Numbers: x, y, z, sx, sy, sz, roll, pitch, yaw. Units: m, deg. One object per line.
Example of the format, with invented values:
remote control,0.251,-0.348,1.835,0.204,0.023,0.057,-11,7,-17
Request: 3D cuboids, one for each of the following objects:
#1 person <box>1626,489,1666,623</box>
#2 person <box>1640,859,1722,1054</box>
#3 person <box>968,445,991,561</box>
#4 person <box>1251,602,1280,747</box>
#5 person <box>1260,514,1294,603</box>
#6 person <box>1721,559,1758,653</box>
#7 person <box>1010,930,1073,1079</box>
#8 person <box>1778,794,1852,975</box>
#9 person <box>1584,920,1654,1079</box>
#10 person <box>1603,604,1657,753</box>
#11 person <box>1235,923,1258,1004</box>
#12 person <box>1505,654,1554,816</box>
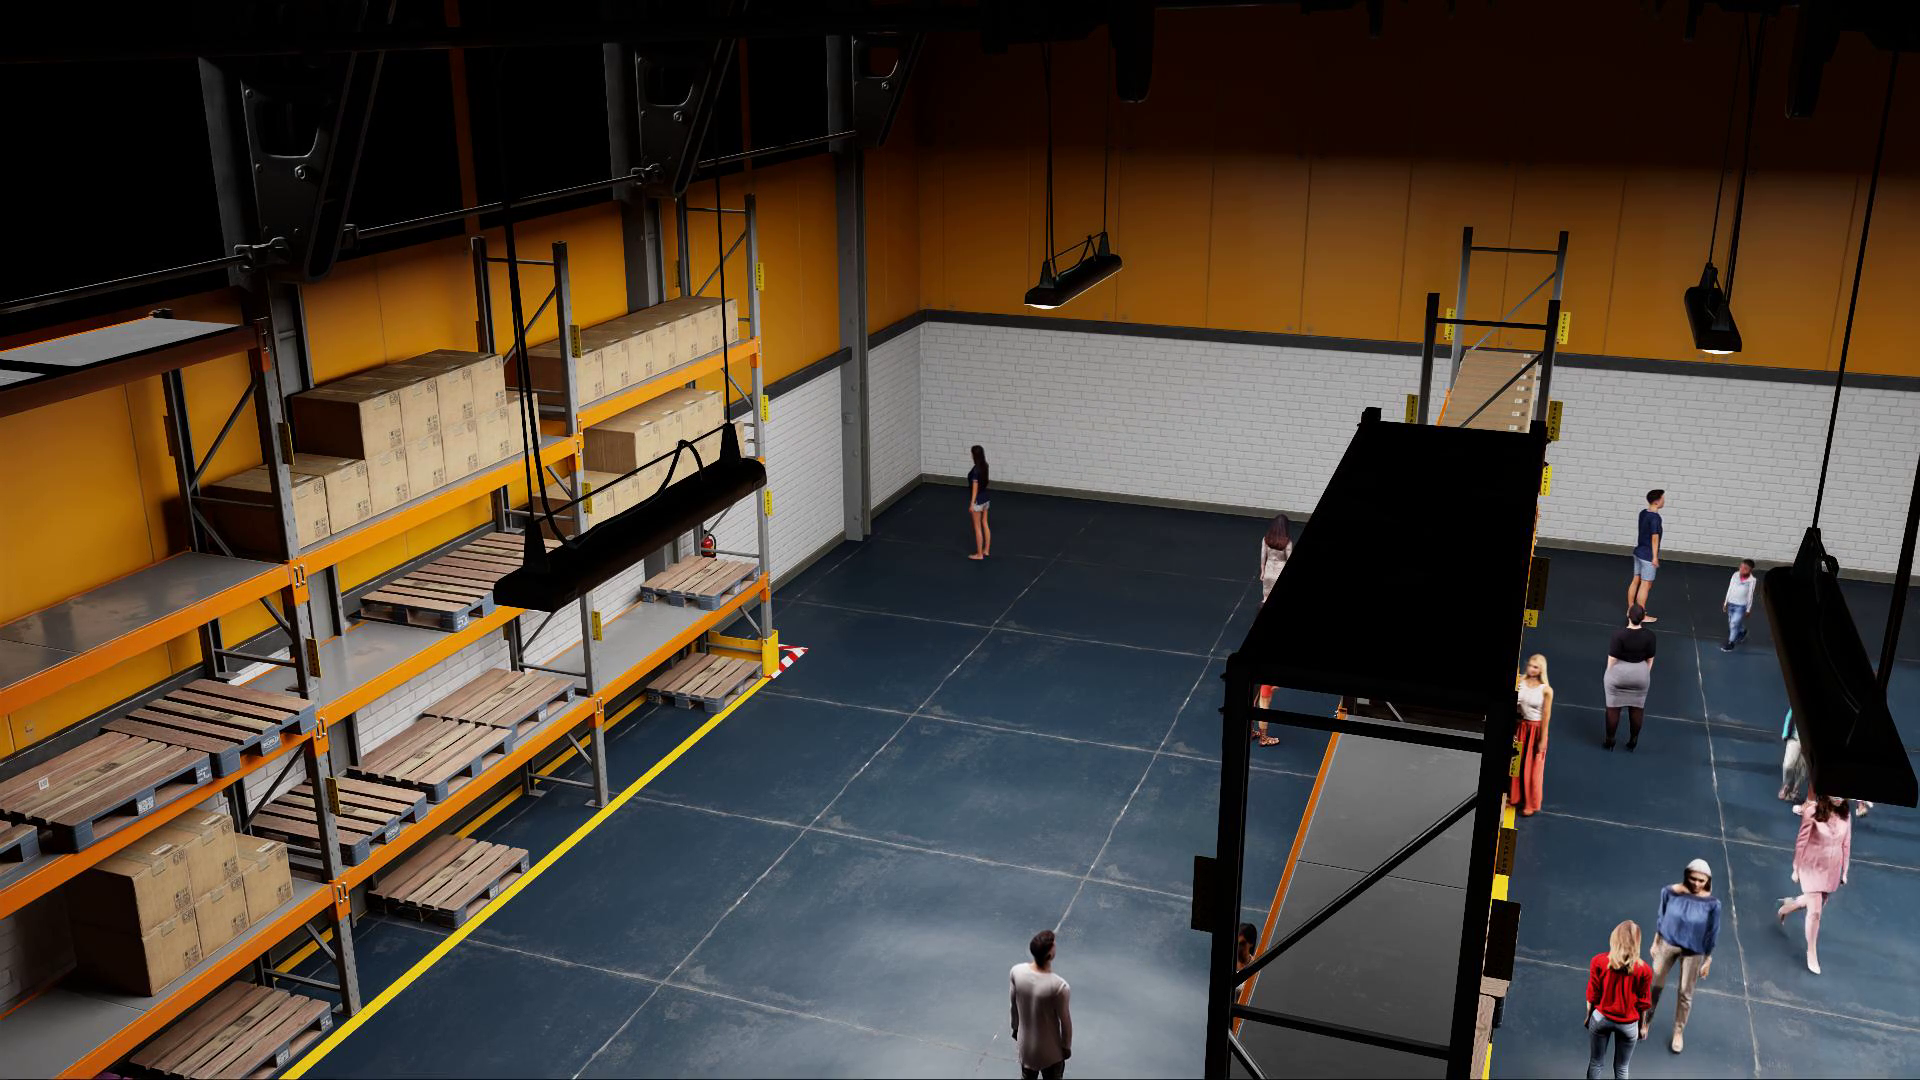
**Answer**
person,9.382,0.192,22.741,0.756,1.849,0.632,-1,19,-3
person,5.927,3.343,13.628,0.692,1.694,0.646,12,22,31
person,0.299,-0.575,25.152,0.686,1.765,0.527,11,22,30
person,3.453,1.517,19.012,0.721,1.718,0.672,-10,21,-27
person,4.182,0.497,21.999,0.647,1.744,0.587,12,22,31
person,10.249,0.825,21.812,0.879,1.243,0.799,-10,21,-27
person,0.600,3.703,12.332,0.718,1.839,0.639,12,22,32
person,7.613,2.900,14.814,0.888,1.776,1.154,-1,19,-2
person,4.980,3.666,12.654,0.620,1.704,0.507,8,20,21
person,7.566,1.561,18.815,0.726,1.760,0.699,2,19,6
person,2.125,3.665,12.748,0.576,1.646,0.532,8,20,23
person,5.959,2.016,17.407,0.762,1.798,0.728,-16,24,-38
